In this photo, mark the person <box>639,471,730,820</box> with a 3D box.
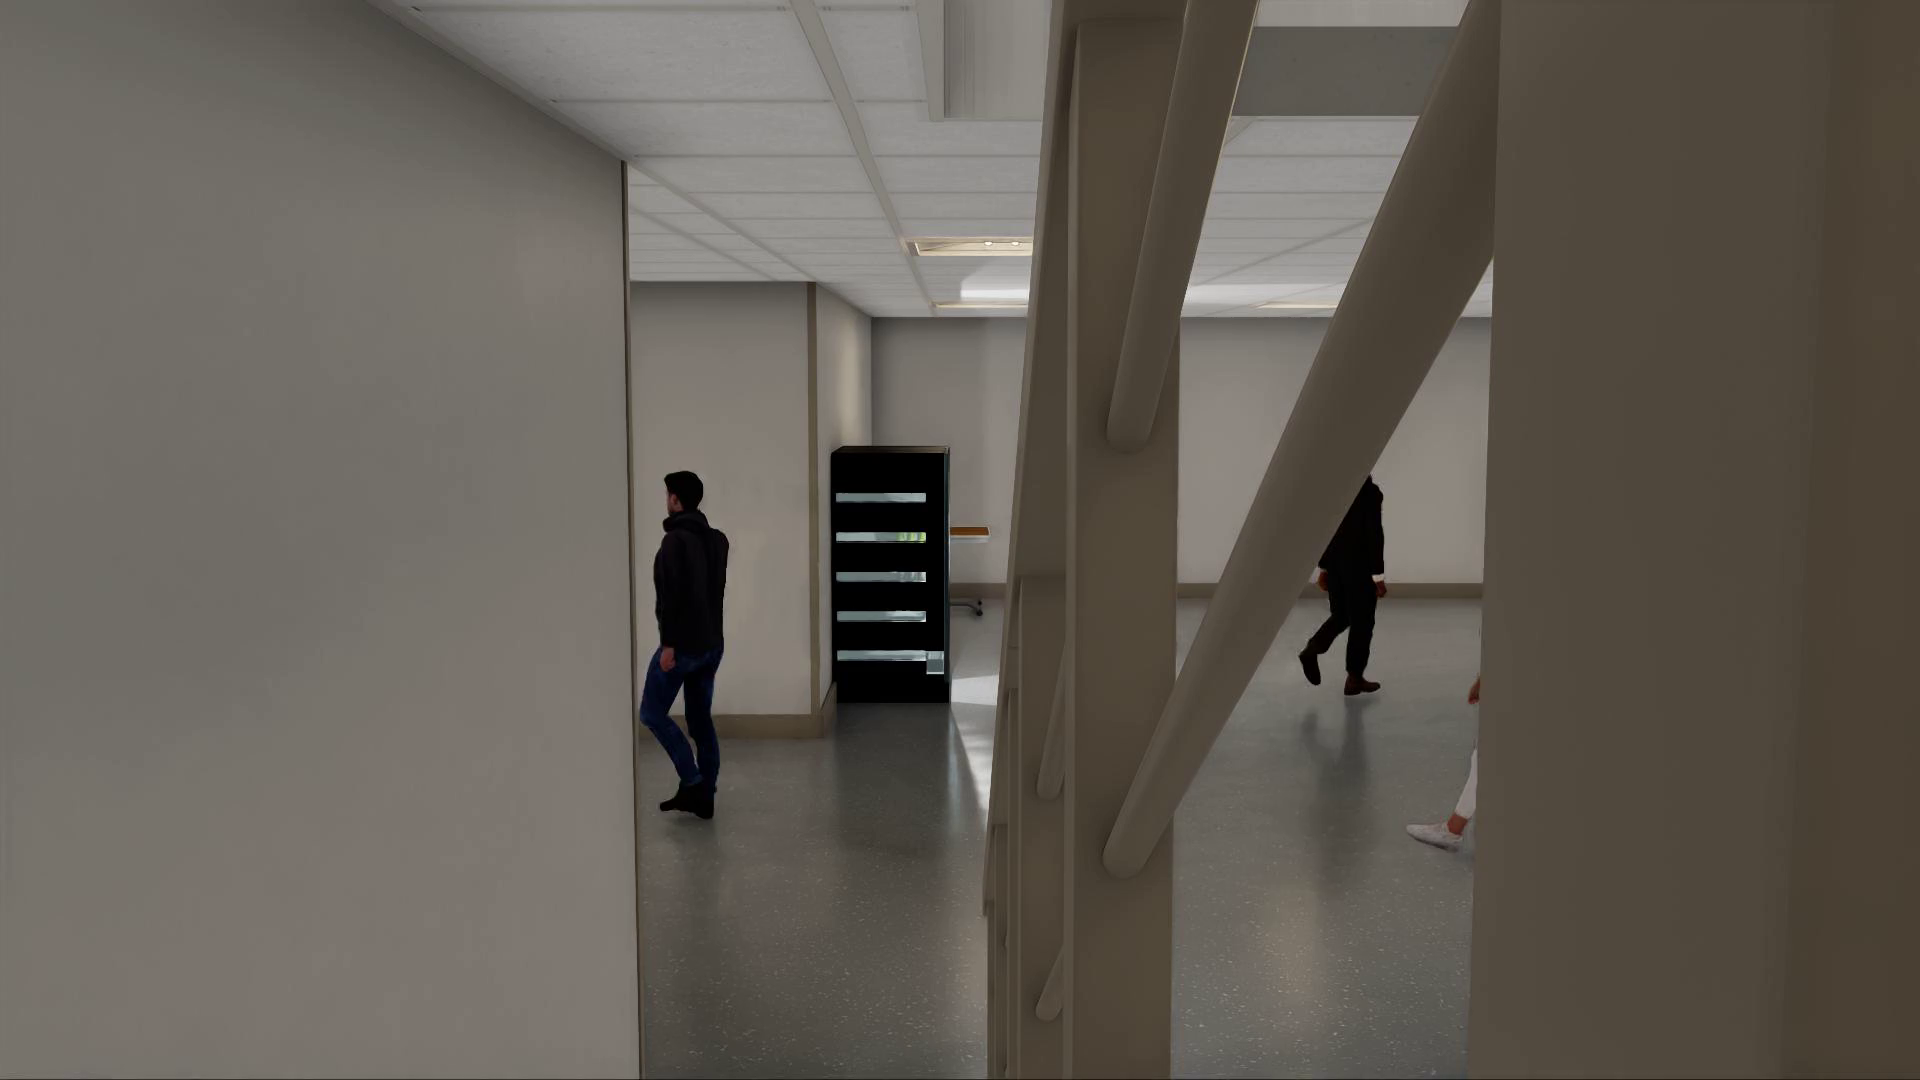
[{"bbox_3d":[-1.373,0.576,8.902,0.865,1.878,0.748,3,7,28],"label":"person"}]

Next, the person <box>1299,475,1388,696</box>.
[{"bbox_3d":[2.834,0.230,12.298,1.051,1.886,1.043,-4,7,-33],"label":"person"}]
